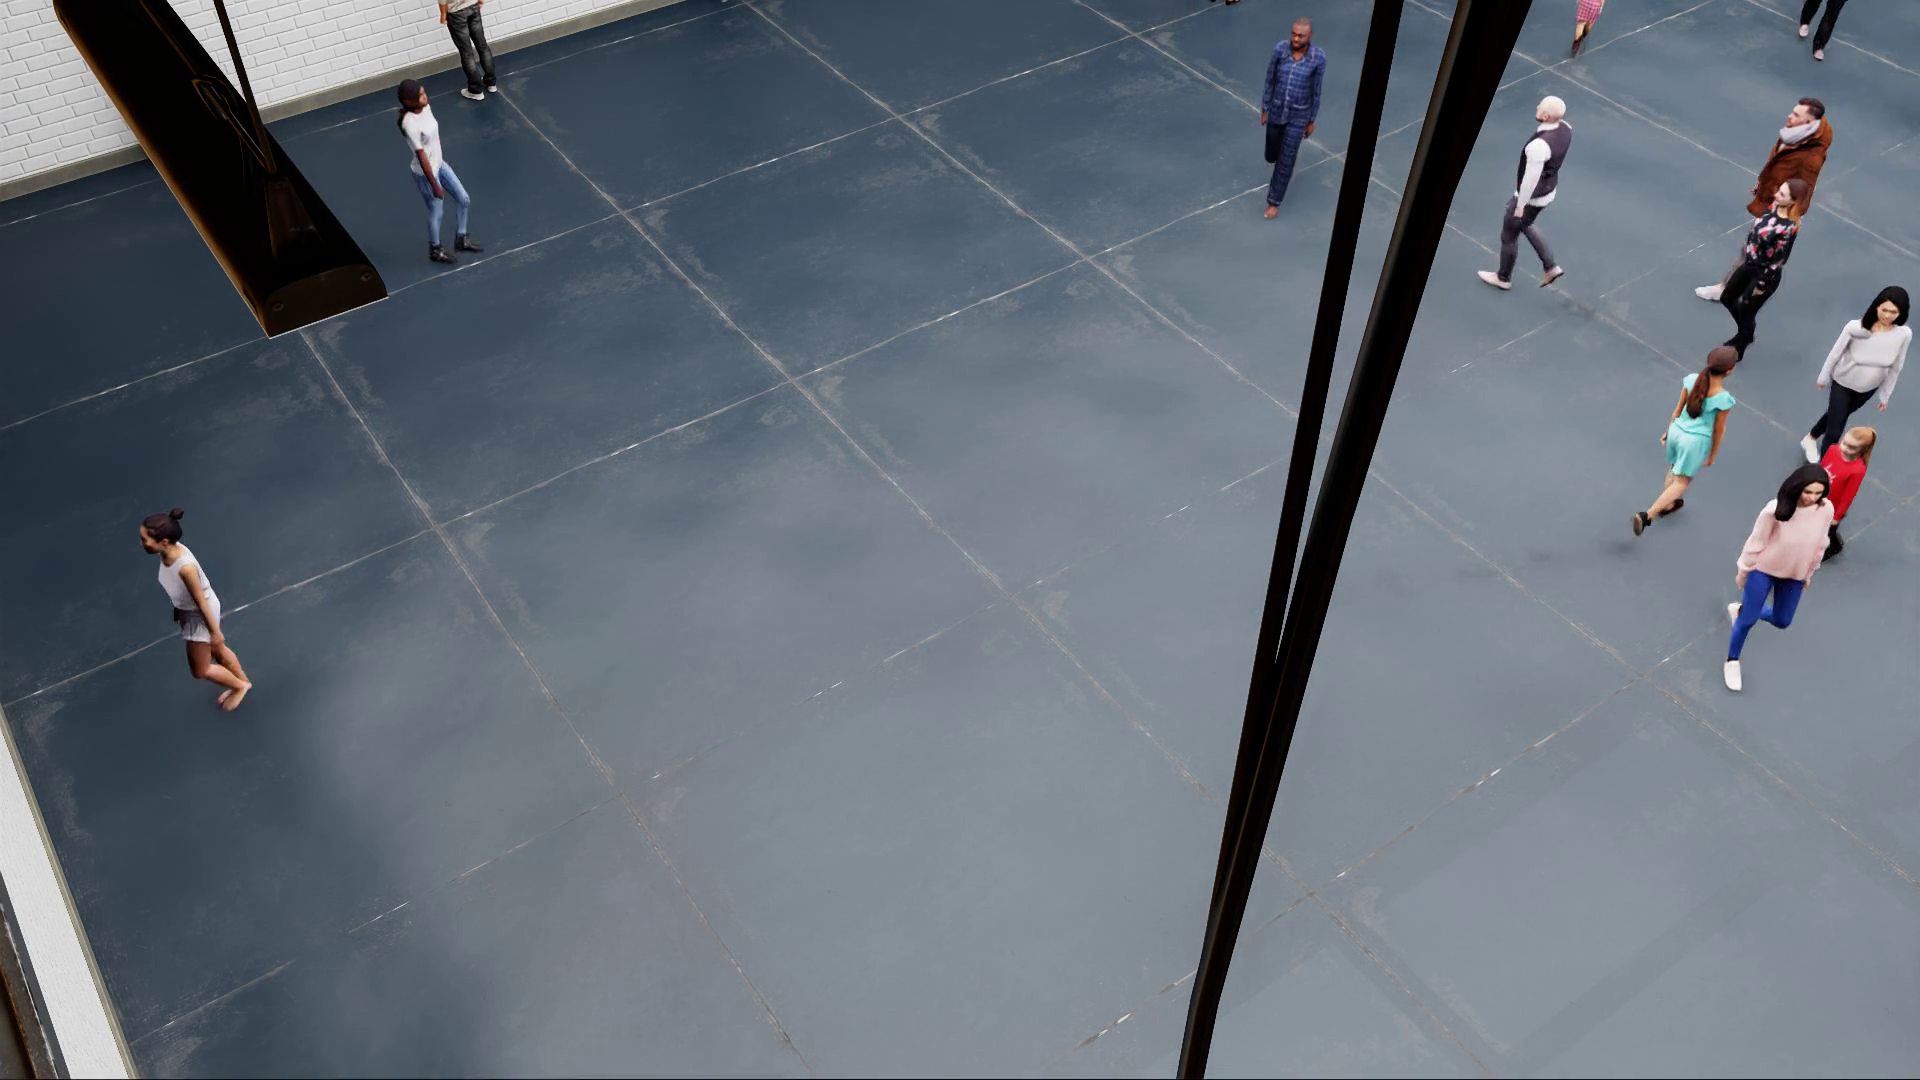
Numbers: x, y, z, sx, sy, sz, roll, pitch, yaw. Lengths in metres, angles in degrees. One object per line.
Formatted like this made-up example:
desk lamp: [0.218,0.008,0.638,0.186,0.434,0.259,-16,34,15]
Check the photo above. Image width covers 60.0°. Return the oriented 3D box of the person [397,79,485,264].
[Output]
person: [-4.515,-3.084,13.970,0.840,1.707,0.779,4,44,4]

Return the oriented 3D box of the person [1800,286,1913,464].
person: [6.434,-1.168,11.995,1.056,1.657,1.079,4,44,4]

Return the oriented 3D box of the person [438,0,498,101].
person: [-4.795,-5.137,16.049,0.763,1.811,0.584,30,51,27]

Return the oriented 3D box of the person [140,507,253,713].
person: [-4.673,0.423,10.367,0.611,1.598,0.608,-32,52,-29]

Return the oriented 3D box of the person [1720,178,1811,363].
person: [6.313,-2.083,12.944,0.760,1.672,0.717,1,44,1]

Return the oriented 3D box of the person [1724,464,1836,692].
person: [5.138,0.159,10.529,0.920,1.756,0.964,2,44,3]

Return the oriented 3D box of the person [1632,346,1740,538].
person: [5.017,-0.670,11.557,0.936,1.540,0.580,-23,48,-22]

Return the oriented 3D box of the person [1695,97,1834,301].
person: [6.738,-2.737,13.532,1.105,1.807,1.018,2,44,2]

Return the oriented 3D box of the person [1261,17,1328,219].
person: [2.929,-3.753,14.605,0.926,1.799,1.078,19,47,19]

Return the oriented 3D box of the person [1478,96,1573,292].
person: [4.736,-2.768,13.563,0.900,1.811,0.943,31,51,28]

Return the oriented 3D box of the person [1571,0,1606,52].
person: [6.435,-5.491,16.999,0.679,1.013,0.793,13,45,13]
